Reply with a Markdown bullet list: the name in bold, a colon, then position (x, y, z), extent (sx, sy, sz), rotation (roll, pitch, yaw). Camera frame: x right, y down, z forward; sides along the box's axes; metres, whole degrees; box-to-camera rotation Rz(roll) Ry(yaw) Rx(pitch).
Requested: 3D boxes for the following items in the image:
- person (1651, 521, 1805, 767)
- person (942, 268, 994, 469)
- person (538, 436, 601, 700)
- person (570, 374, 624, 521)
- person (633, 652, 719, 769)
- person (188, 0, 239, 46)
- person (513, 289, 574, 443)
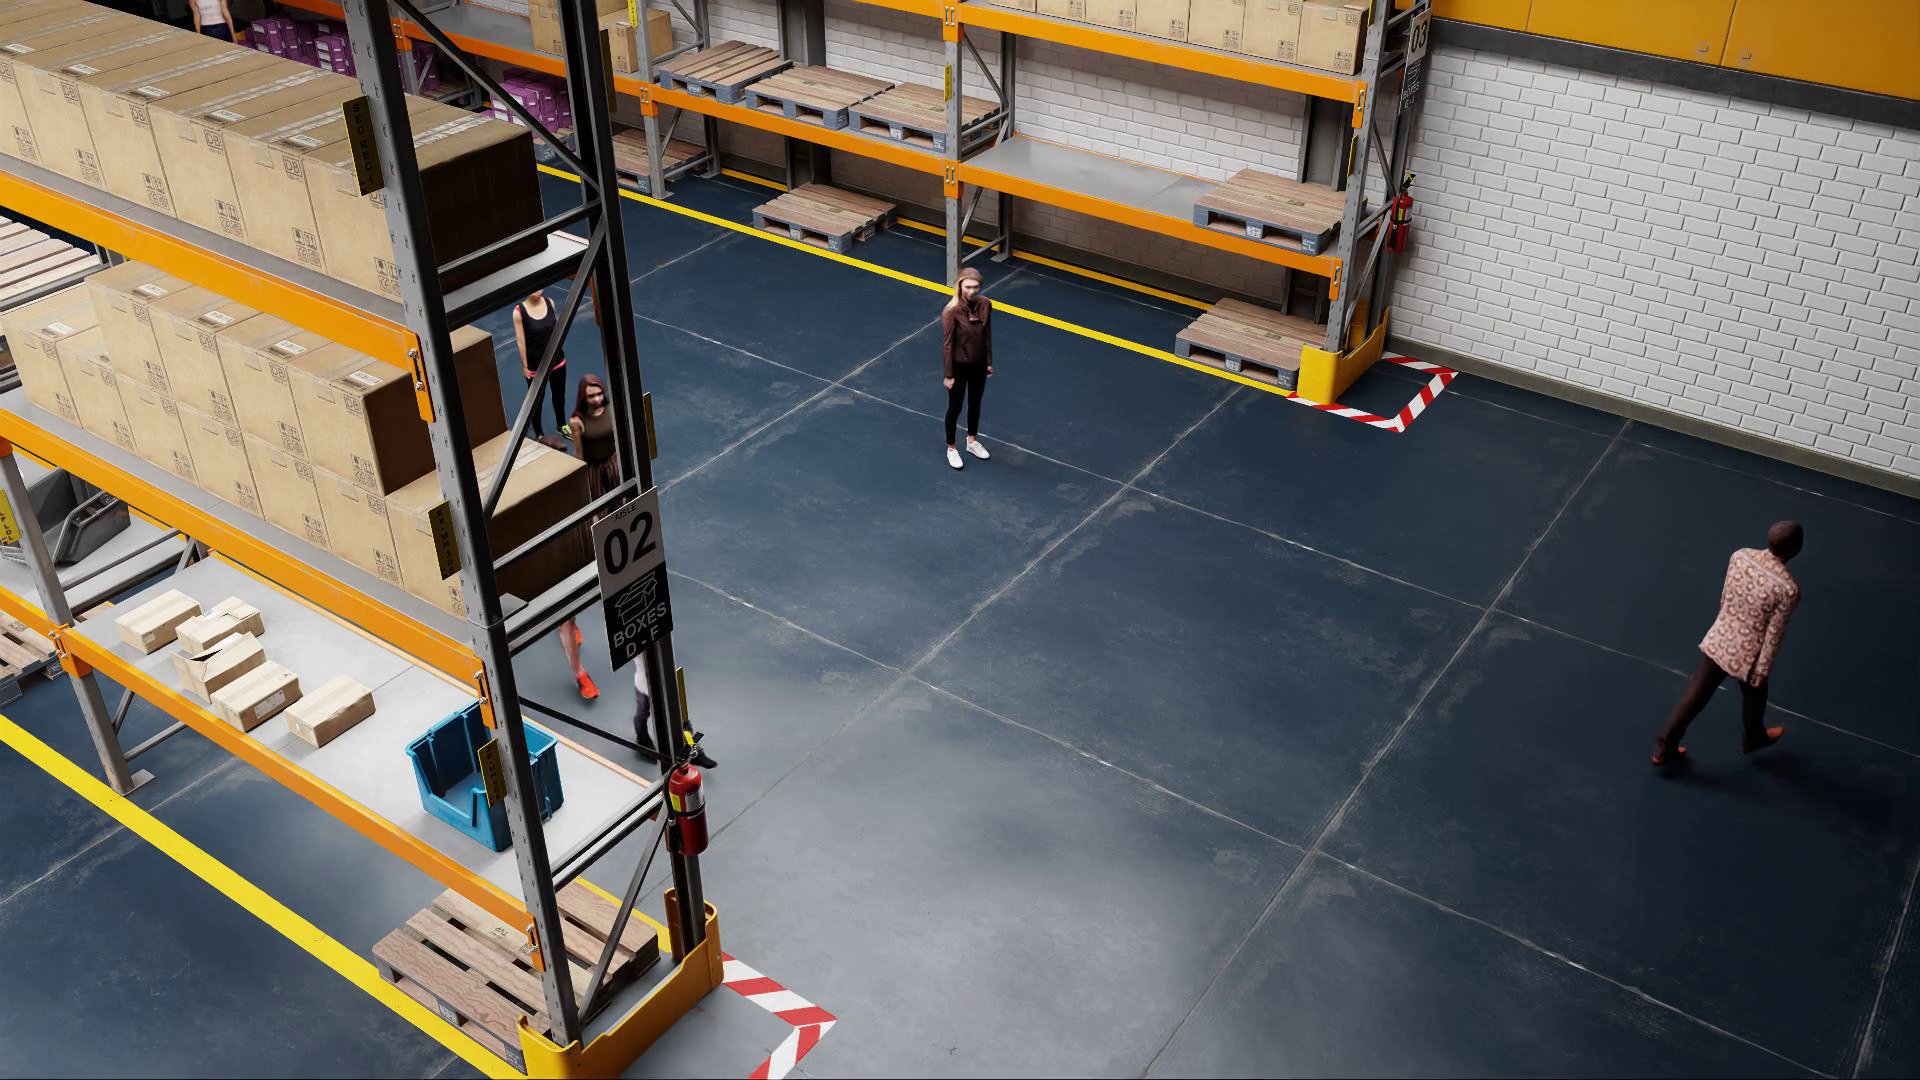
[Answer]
- **person**: position (4.664, 0.689, 10.095), extent (1.120, 1.764, 1.215), rotation (-15, 37, -22)
- **person**: position (0.059, -1.396, 13.287), extent (0.670, 1.702, 0.630), rotation (-20, 38, -27)
- **person**: position (-2.631, 0.073, 10.973), extent (0.881, 1.818, 1.215), rotation (-22, 39, -29)
- **person**: position (-2.621, -0.521, 12.096), extent (0.627, 1.562, 0.648), rotation (-15, 37, -22)
- **person**: position (-1.944, 0.870, 10.288), extent (0.862, 1.247, 0.529), rotation (23, 40, 31)
- **person**: position (-9.158, -6.182, 20.489), extent (0.688, 1.701, 0.687), rotation (-16, 37, -23)
- **person**: position (-3.405, -1.493, 13.568), extent (0.538, 1.553, 0.570), rotation (28, 43, 35)
